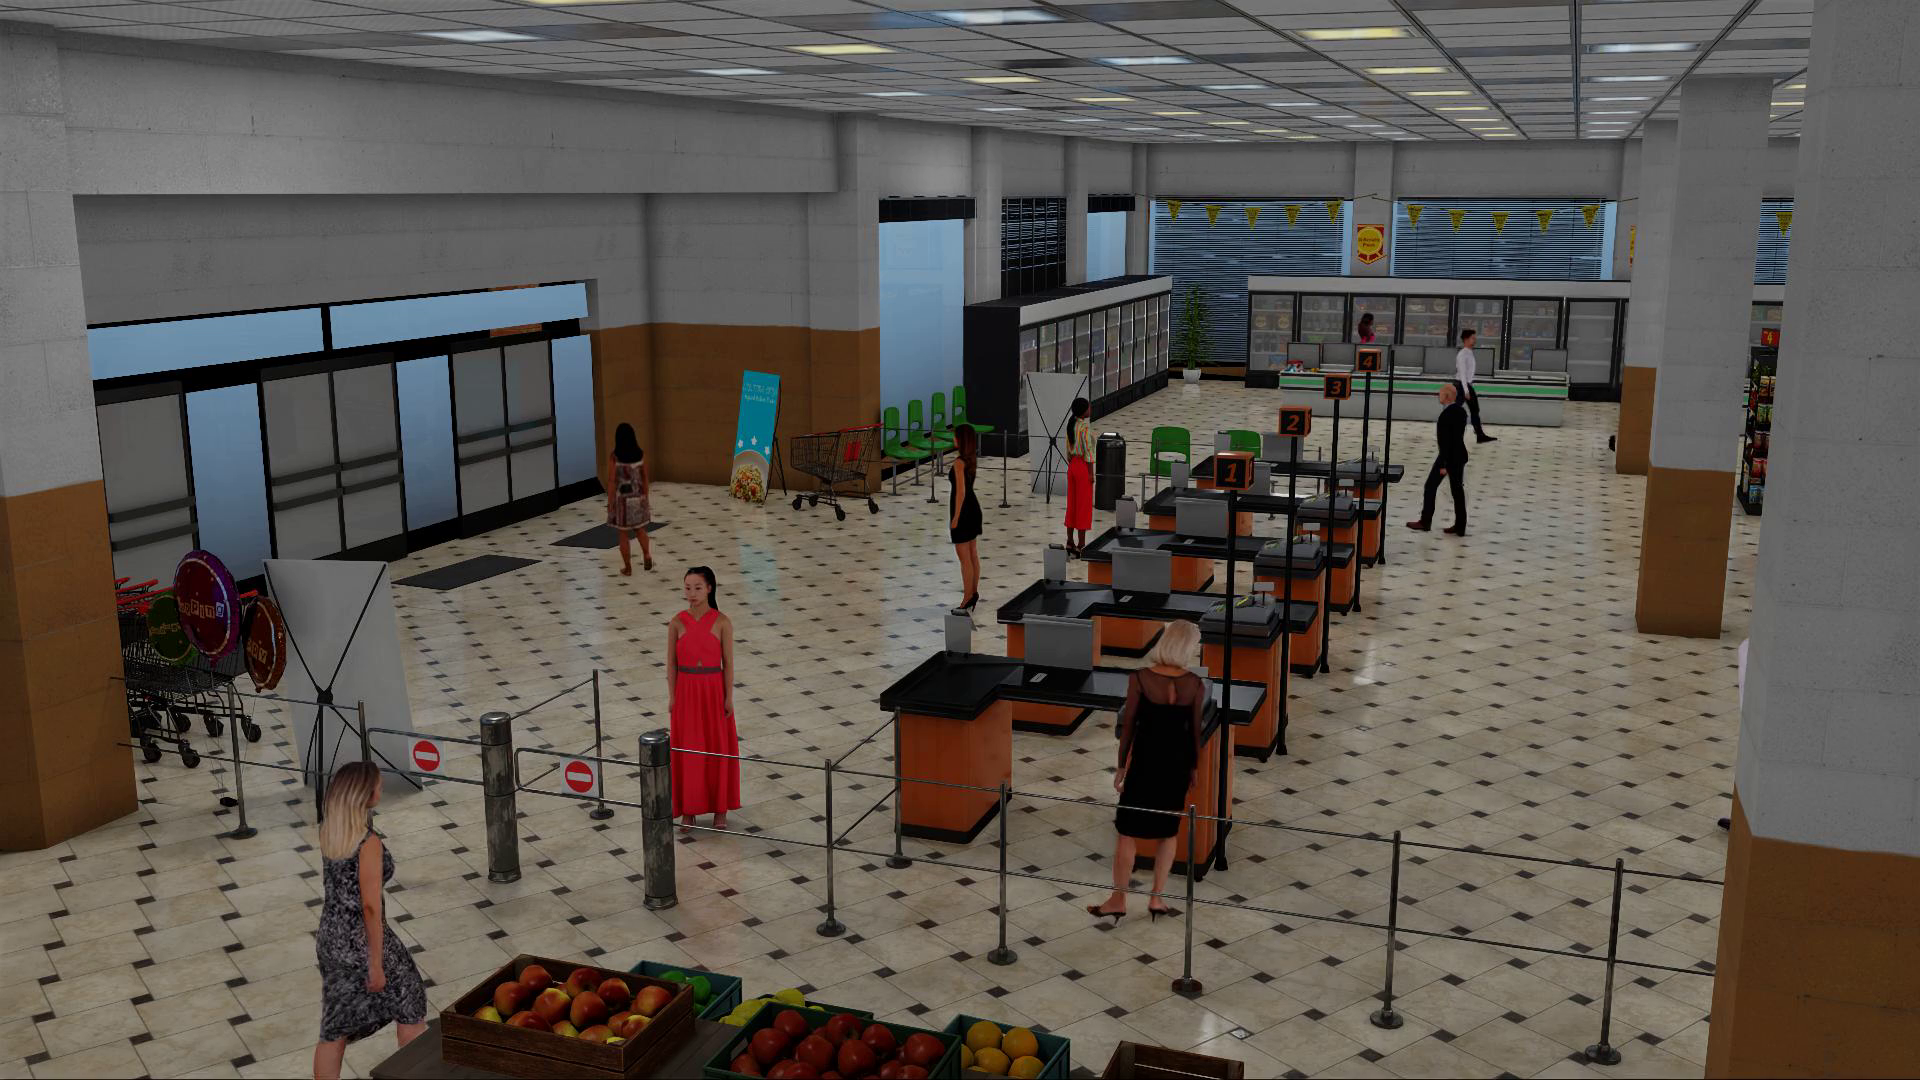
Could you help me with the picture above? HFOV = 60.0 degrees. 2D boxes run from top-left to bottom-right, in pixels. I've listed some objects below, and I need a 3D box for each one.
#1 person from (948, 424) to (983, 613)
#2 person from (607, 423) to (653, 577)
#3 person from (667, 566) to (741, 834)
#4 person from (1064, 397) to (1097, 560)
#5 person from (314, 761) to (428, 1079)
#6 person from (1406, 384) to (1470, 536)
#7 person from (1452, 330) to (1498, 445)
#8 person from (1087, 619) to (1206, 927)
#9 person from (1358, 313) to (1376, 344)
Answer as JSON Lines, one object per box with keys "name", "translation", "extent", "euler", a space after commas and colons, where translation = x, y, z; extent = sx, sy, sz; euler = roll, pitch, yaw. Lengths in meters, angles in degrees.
{"name": "person", "translation": [0.052, -0.209, 16.084], "extent": [0.519, 1.834, 0.583], "euler": [5, 13, 21]}
{"name": "person", "translation": [-3.459, -0.404, 17.499], "extent": [0.856, 1.634, 0.932], "euler": [-8, 14, -34]}
{"name": "person", "translation": [-1.639, 1.011, 10.553], "extent": [0.629, 1.727, 0.752], "euler": [0, 12, -1]}
{"name": "person", "translation": [1.335, -0.697, 18.506], "extent": [0.736, 1.793, 0.651], "euler": [-8, 14, -32]}
{"name": "person", "translation": [-2.616, 1.788, 6.996], "extent": [0.899, 1.673, 0.810], "euler": [8, 14, 32]}
{"name": "person", "translation": [5.862, -0.924, 19.627], "extent": [0.954, 1.774, 1.062], "euler": [-10, 15, -38]}
{"name": "person", "translation": [7.965, -2.429, 26.618], "extent": [1.146, 1.839, 0.856], "euler": [9, 15, 36]}
{"name": "person", "translation": [1.071, 1.307, 9.202], "extent": [0.721, 1.704, 0.921], "euler": [-4, 13, -19]}
{"name": "person", "translation": [7.715, -3.509, 32.059], "extent": [0.964, 1.710, 0.822], "euler": [-2, 12, -11]}
